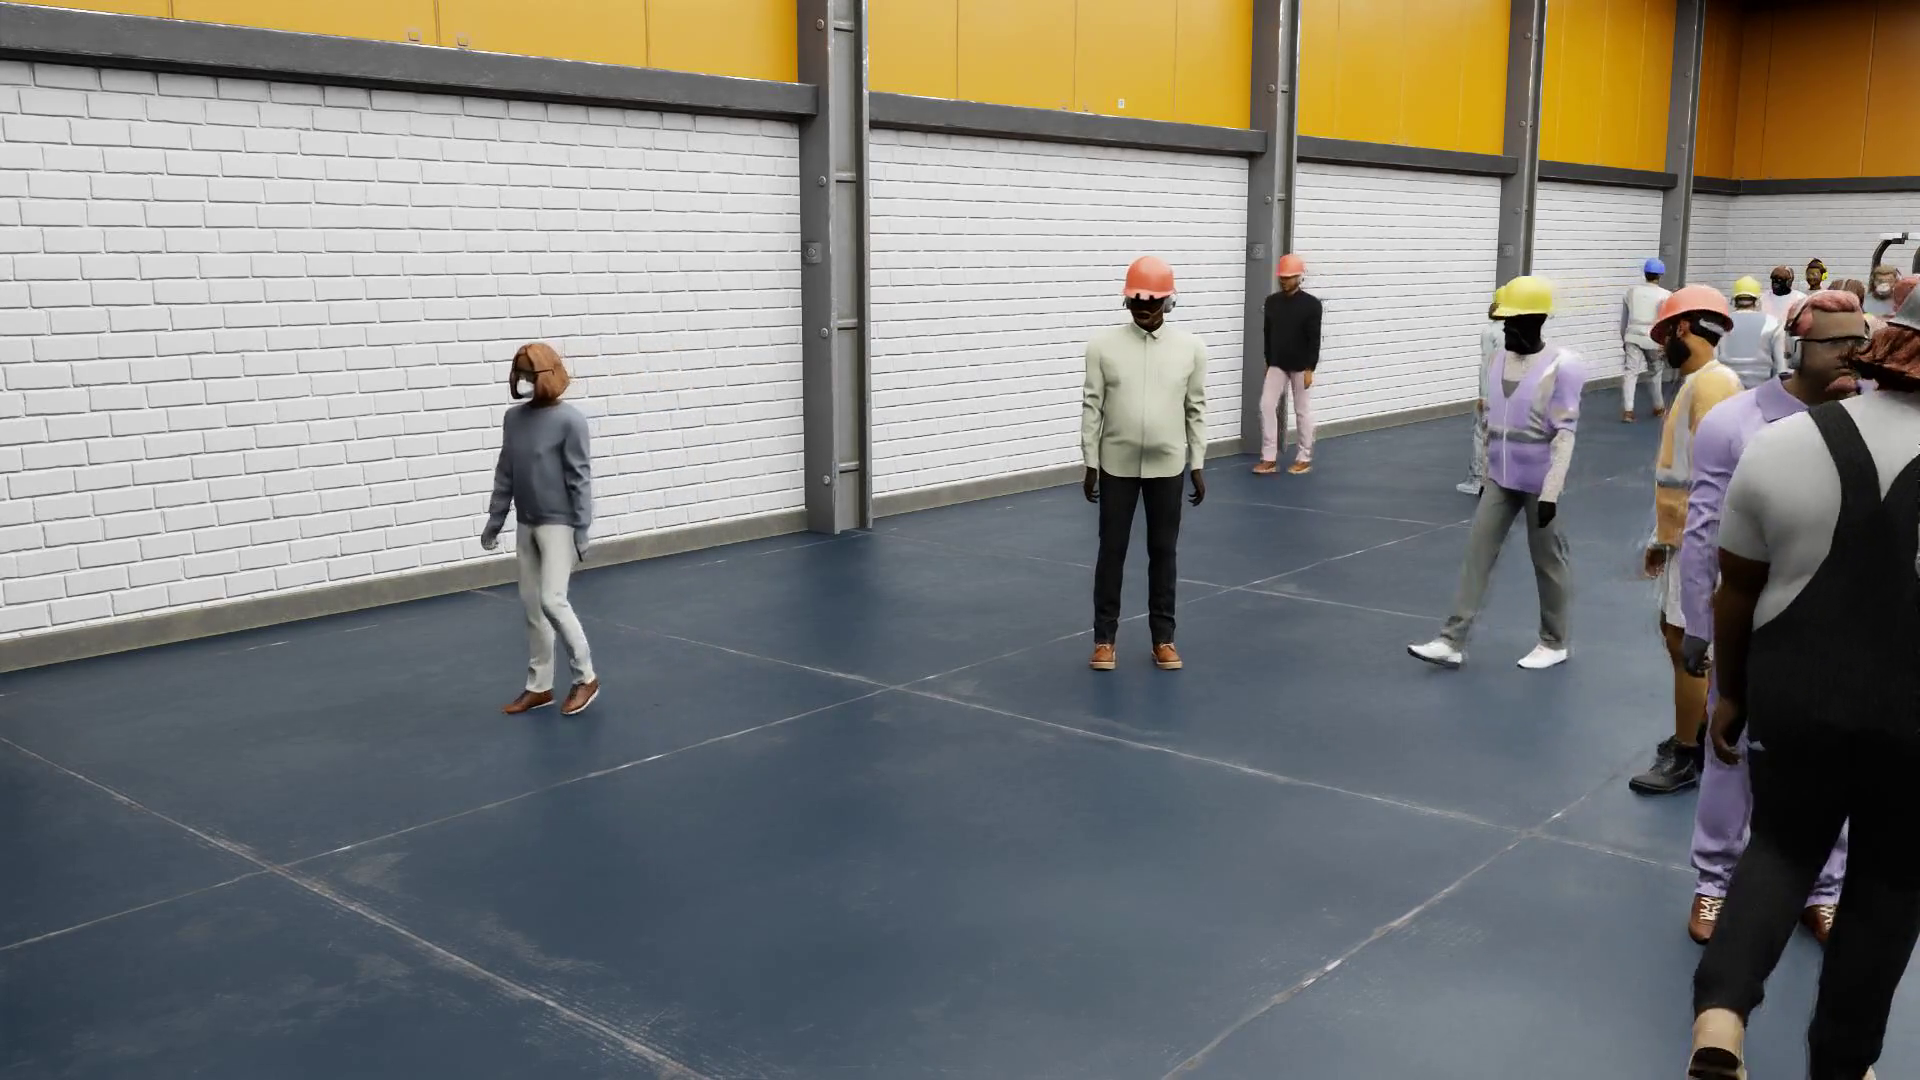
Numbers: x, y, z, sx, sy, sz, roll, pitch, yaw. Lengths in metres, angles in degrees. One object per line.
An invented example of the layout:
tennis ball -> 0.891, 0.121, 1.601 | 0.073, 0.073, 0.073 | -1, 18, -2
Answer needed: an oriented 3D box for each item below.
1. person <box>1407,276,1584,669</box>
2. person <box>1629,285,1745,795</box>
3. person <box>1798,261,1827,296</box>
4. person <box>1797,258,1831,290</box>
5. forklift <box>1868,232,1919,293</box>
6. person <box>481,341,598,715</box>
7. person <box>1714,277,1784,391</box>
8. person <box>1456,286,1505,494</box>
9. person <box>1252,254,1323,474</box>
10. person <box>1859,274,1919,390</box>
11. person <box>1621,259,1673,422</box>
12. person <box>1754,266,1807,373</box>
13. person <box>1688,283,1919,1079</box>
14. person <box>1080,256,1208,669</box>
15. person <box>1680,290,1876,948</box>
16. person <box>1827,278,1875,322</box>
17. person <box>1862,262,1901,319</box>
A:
person -> 2.584, -0.288, 7.872 | 0.927, 1.887, 0.628 | -5, 11, -28
person -> 2.774, 0.003, 6.241 | 0.405, 1.887, 0.648 | 3, 10, 15
person -> 9.824, -2.276, 19.248 | 0.328, 1.873, 0.513 | -8, 13, -37
person -> 12.863, -3.311, 25.145 | 0.507, 1.872, 0.329 | 1, 10, 4
forklift -> 9.955, -1.972, 16.595 | 2.313, 2.155, 1.214 | 1, 10, 8
person -> -1.827, -0.045, 7.236 | 0.520, 1.633, 0.340 | 8, 13, 37
person -> 6.561, -1.302, 13.956 | 0.593, 1.792, 0.918 | 5, 11, 28
person -> 4.357, -1.195, 13.523 | 0.502, 1.717, 0.723 | -3, 10, -16
person -> 2.897, -1.543, 14.784 | 0.652, 1.958, 0.813 | 9, 14, 42
person -> 5.619, -0.622, 9.826 | 0.911, 1.865, 0.685 | -2, 10, -12
person -> 8.051, -2.330, 19.505 | 0.616, 1.896, 0.997 | 8, 13, 39
person -> 8.576, -1.951, 17.496 | 0.619, 1.839, 0.430 | 8, 13, 38
person -> 2.092, 0.357, 3.771 | 0.707, 2.000, 0.585 | 8, 13, 40
person -> 0.881, -0.357, 7.989 | 0.609, 1.988, 0.392 | 0, 10, 0
person -> 2.416, 0.246, 4.784 | 0.653, 1.907, 0.408 | 2, 10, 12
person -> 6.397, -0.970, 11.949 | 0.632, 1.816, 0.762 | -8, 13, -38
person -> 8.094, -1.498, 14.708 | 0.654, 1.917, 0.680 | 5, 11, 29
